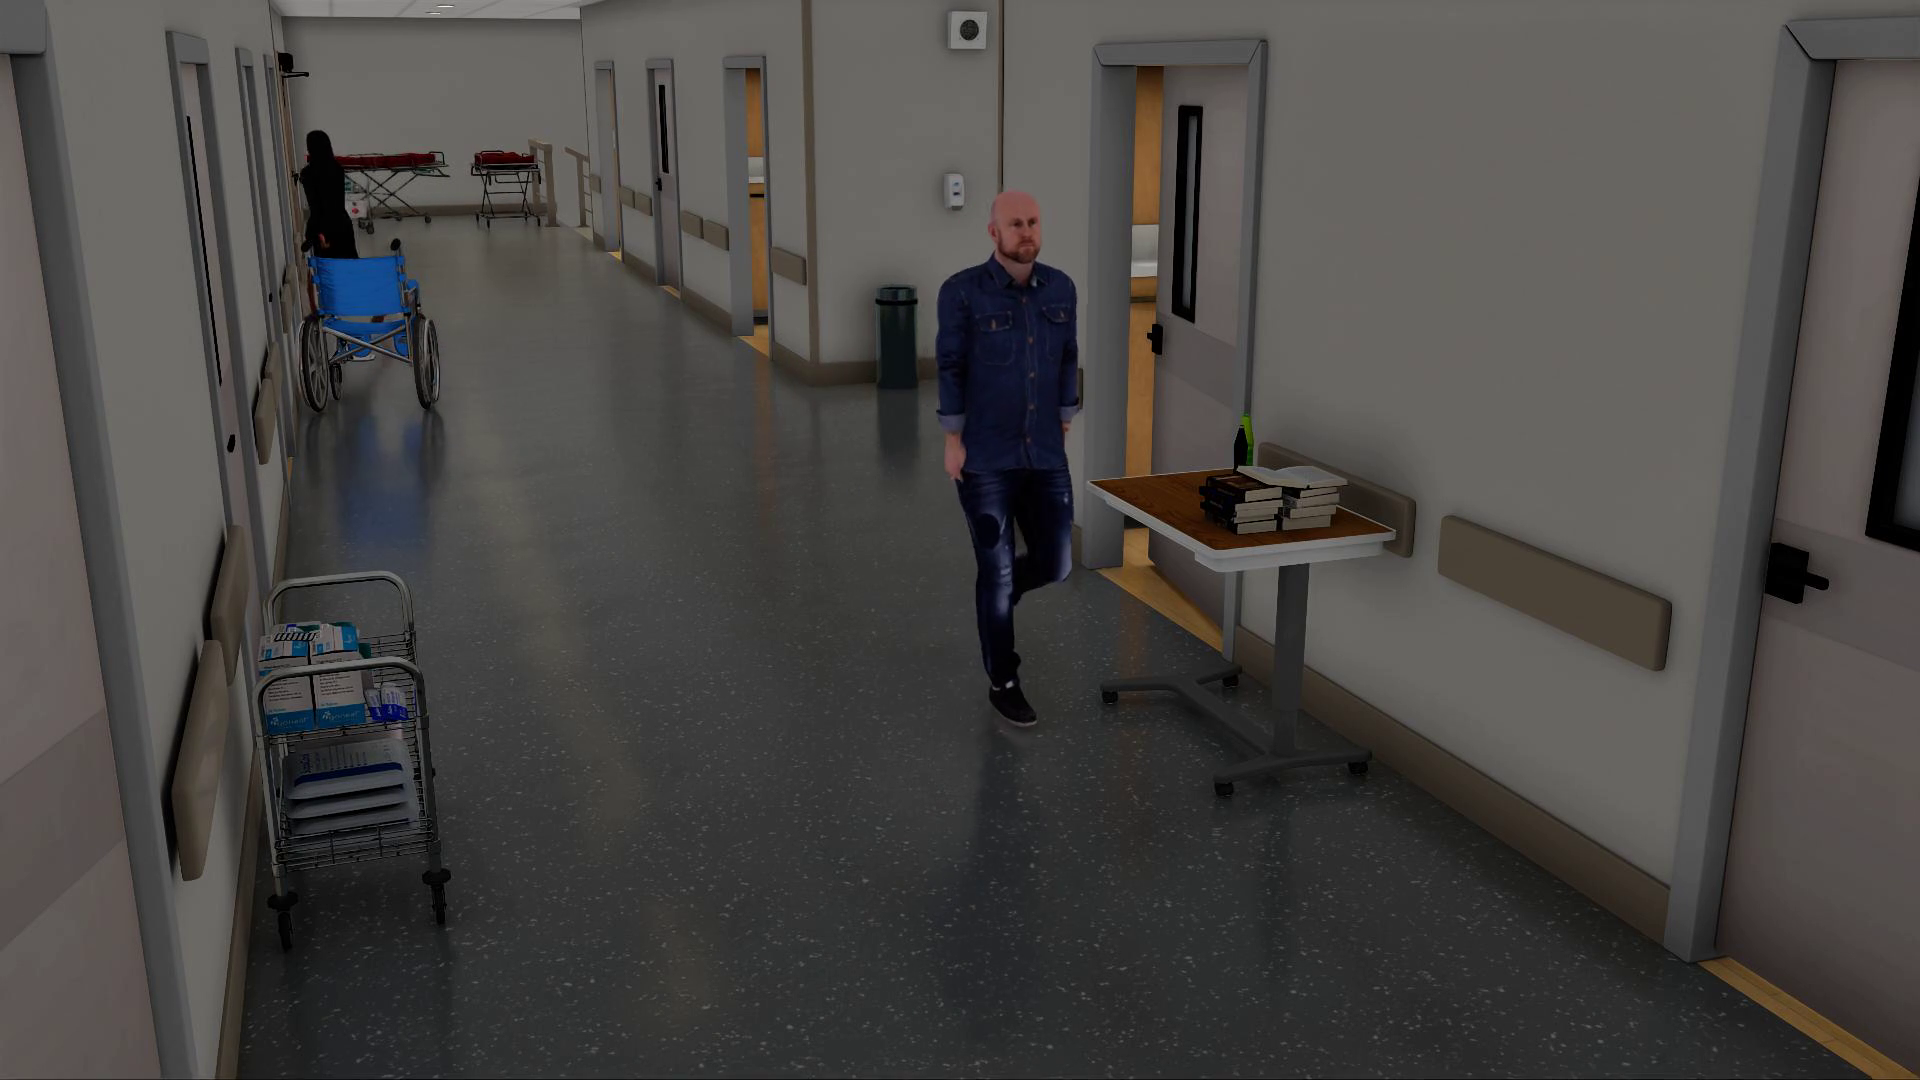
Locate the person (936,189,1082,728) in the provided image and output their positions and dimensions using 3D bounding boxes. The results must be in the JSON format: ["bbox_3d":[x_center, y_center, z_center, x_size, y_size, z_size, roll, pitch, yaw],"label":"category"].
[{"bbox_3d":[0.150,-0.288,5.784,0.746,1.805,0.922,-7,17,-23],"label":"person"}]

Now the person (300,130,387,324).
[{"bbox_3d":[-5.325,-2.614,14.271,1.279,1.676,1.123,10,19,32],"label":"person"}]
